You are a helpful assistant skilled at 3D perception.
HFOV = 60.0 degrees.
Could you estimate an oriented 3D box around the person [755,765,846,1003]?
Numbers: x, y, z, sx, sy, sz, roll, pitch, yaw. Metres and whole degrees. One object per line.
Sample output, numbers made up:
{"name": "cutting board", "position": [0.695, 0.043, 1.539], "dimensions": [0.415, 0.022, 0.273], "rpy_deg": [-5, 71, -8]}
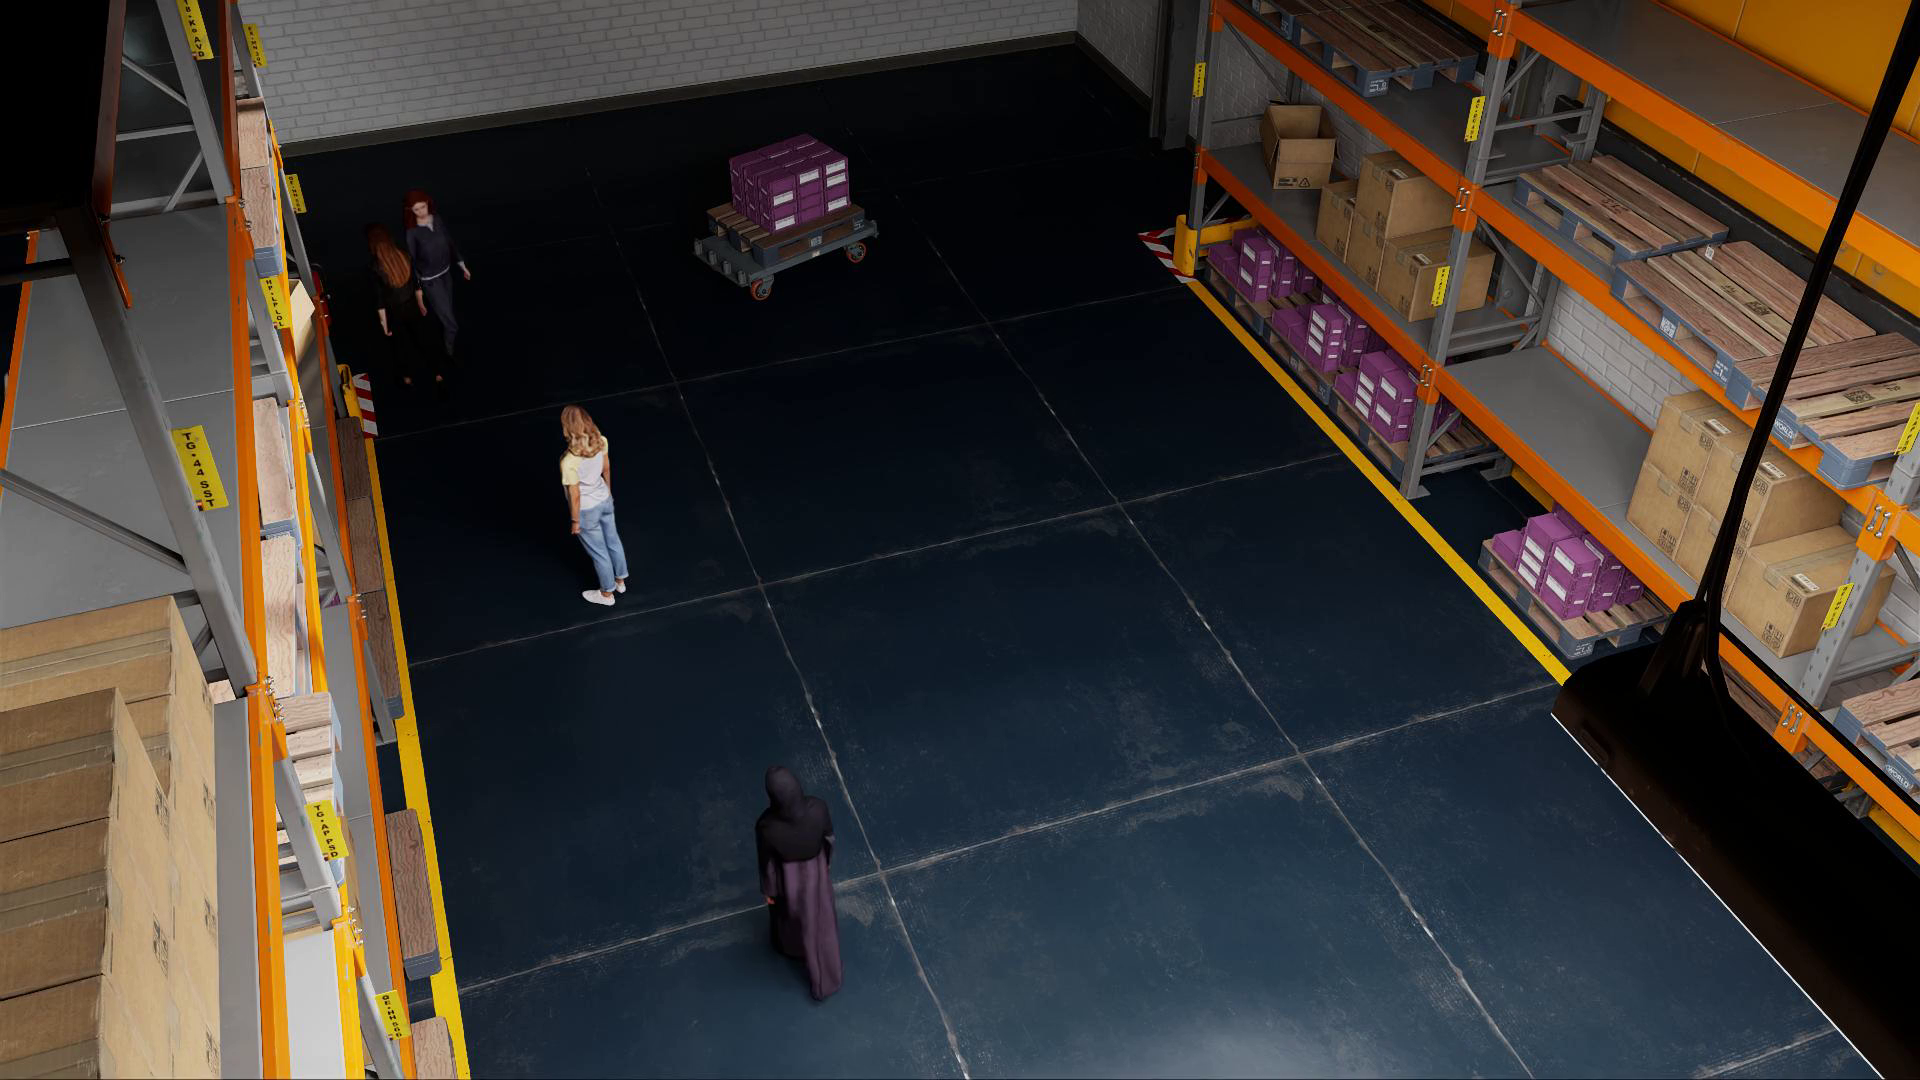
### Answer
{"name": "person", "position": [-0.897, 1.932, 9.451], "dimensions": [0.650, 1.610, 0.885], "rpy_deg": [-6, 39, -8]}

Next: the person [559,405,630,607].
{"name": "person", "position": [-2.667, -0.246, 12.088], "dimensions": [0.754, 1.722, 0.706], "rpy_deg": [18, 42, 21]}

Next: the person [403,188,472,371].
{"name": "person", "position": [-4.683, -2.301, 14.626], "dimensions": [0.820, 1.766, 0.751], "rpy_deg": [12, 40, 14]}

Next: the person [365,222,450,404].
{"name": "person", "position": [-4.717, -1.904, 14.197], "dimensions": [0.892, 1.683, 1.129], "rpy_deg": [-31, 48, -33]}
